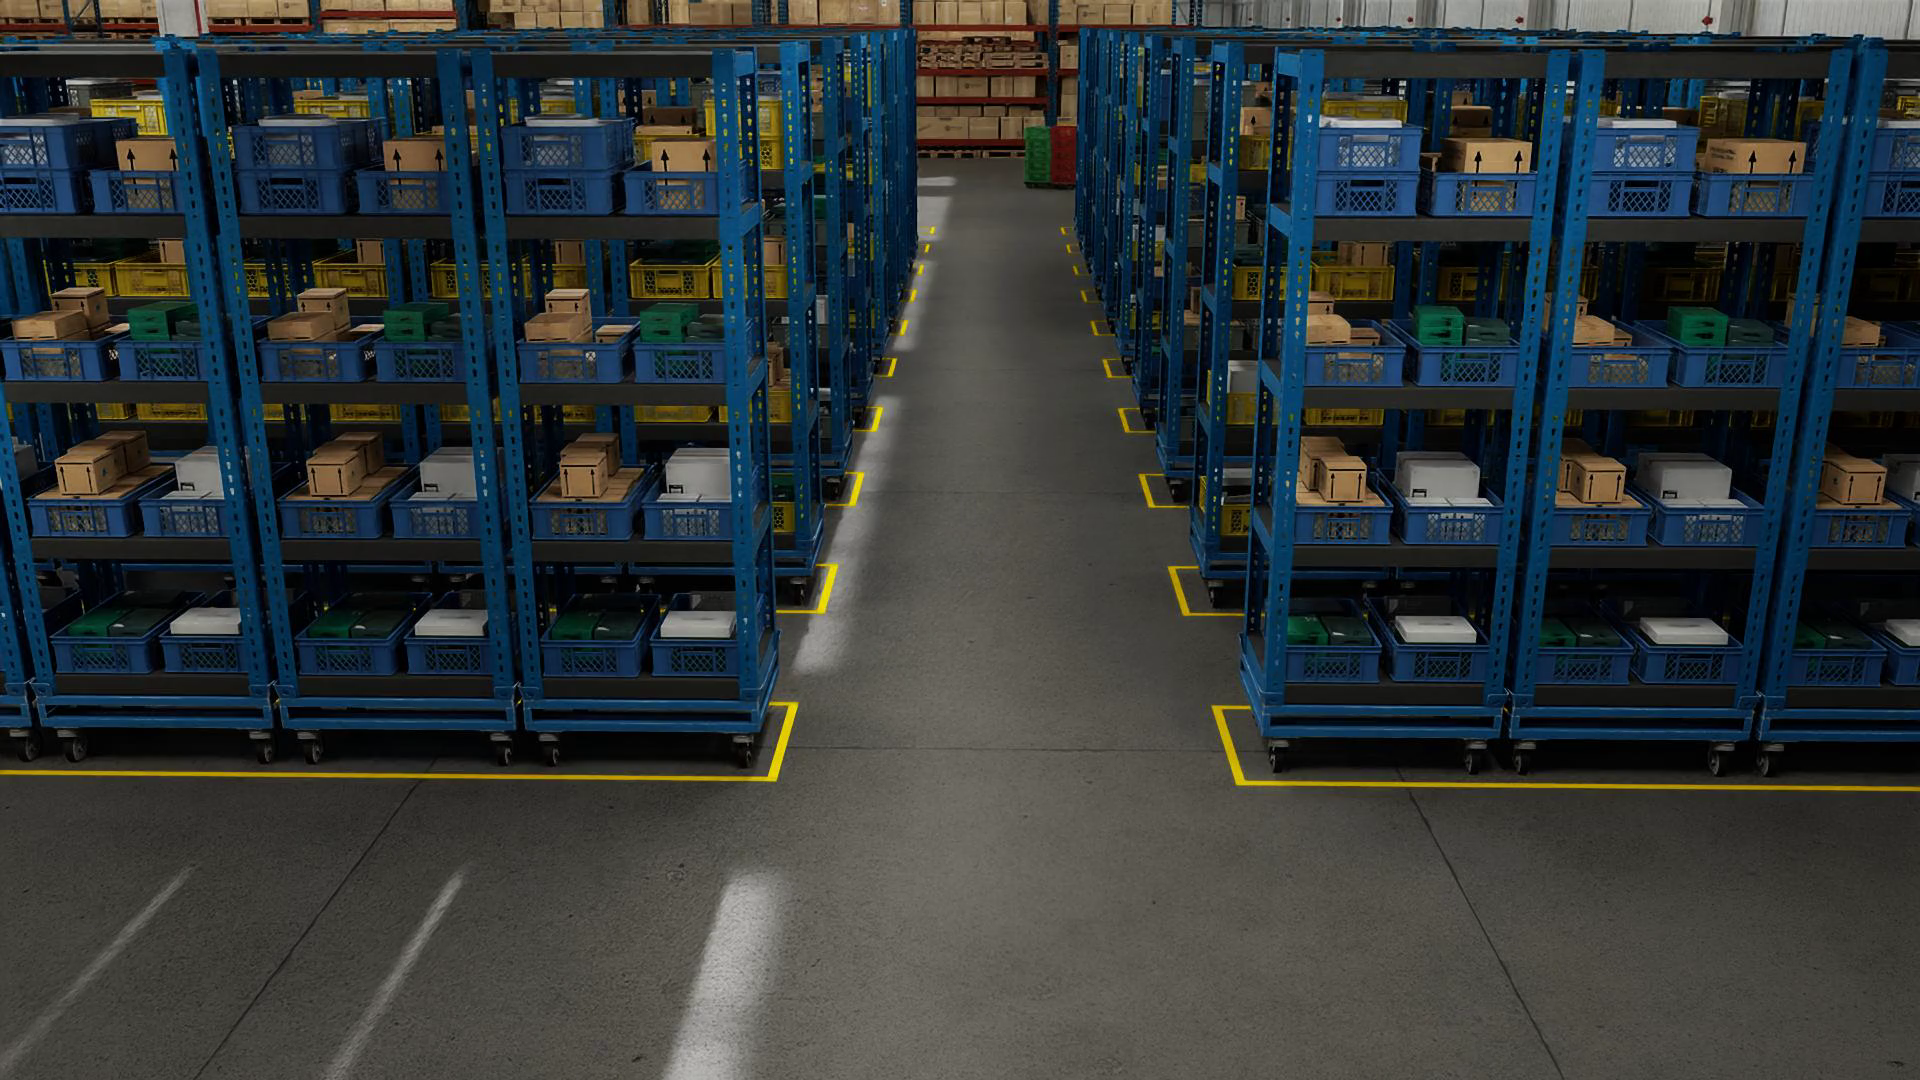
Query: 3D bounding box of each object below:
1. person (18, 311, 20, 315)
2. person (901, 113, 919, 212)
[{"bbox_3d":[-11.238,-3.171,19.502,0.610,1.821,0.404,3,18,8],"label":"person"},{"bbox_3d":[-1.076,-7.483,32.936,0.612,1.997,0.376,-16,24,-41],"label":"person"}]
